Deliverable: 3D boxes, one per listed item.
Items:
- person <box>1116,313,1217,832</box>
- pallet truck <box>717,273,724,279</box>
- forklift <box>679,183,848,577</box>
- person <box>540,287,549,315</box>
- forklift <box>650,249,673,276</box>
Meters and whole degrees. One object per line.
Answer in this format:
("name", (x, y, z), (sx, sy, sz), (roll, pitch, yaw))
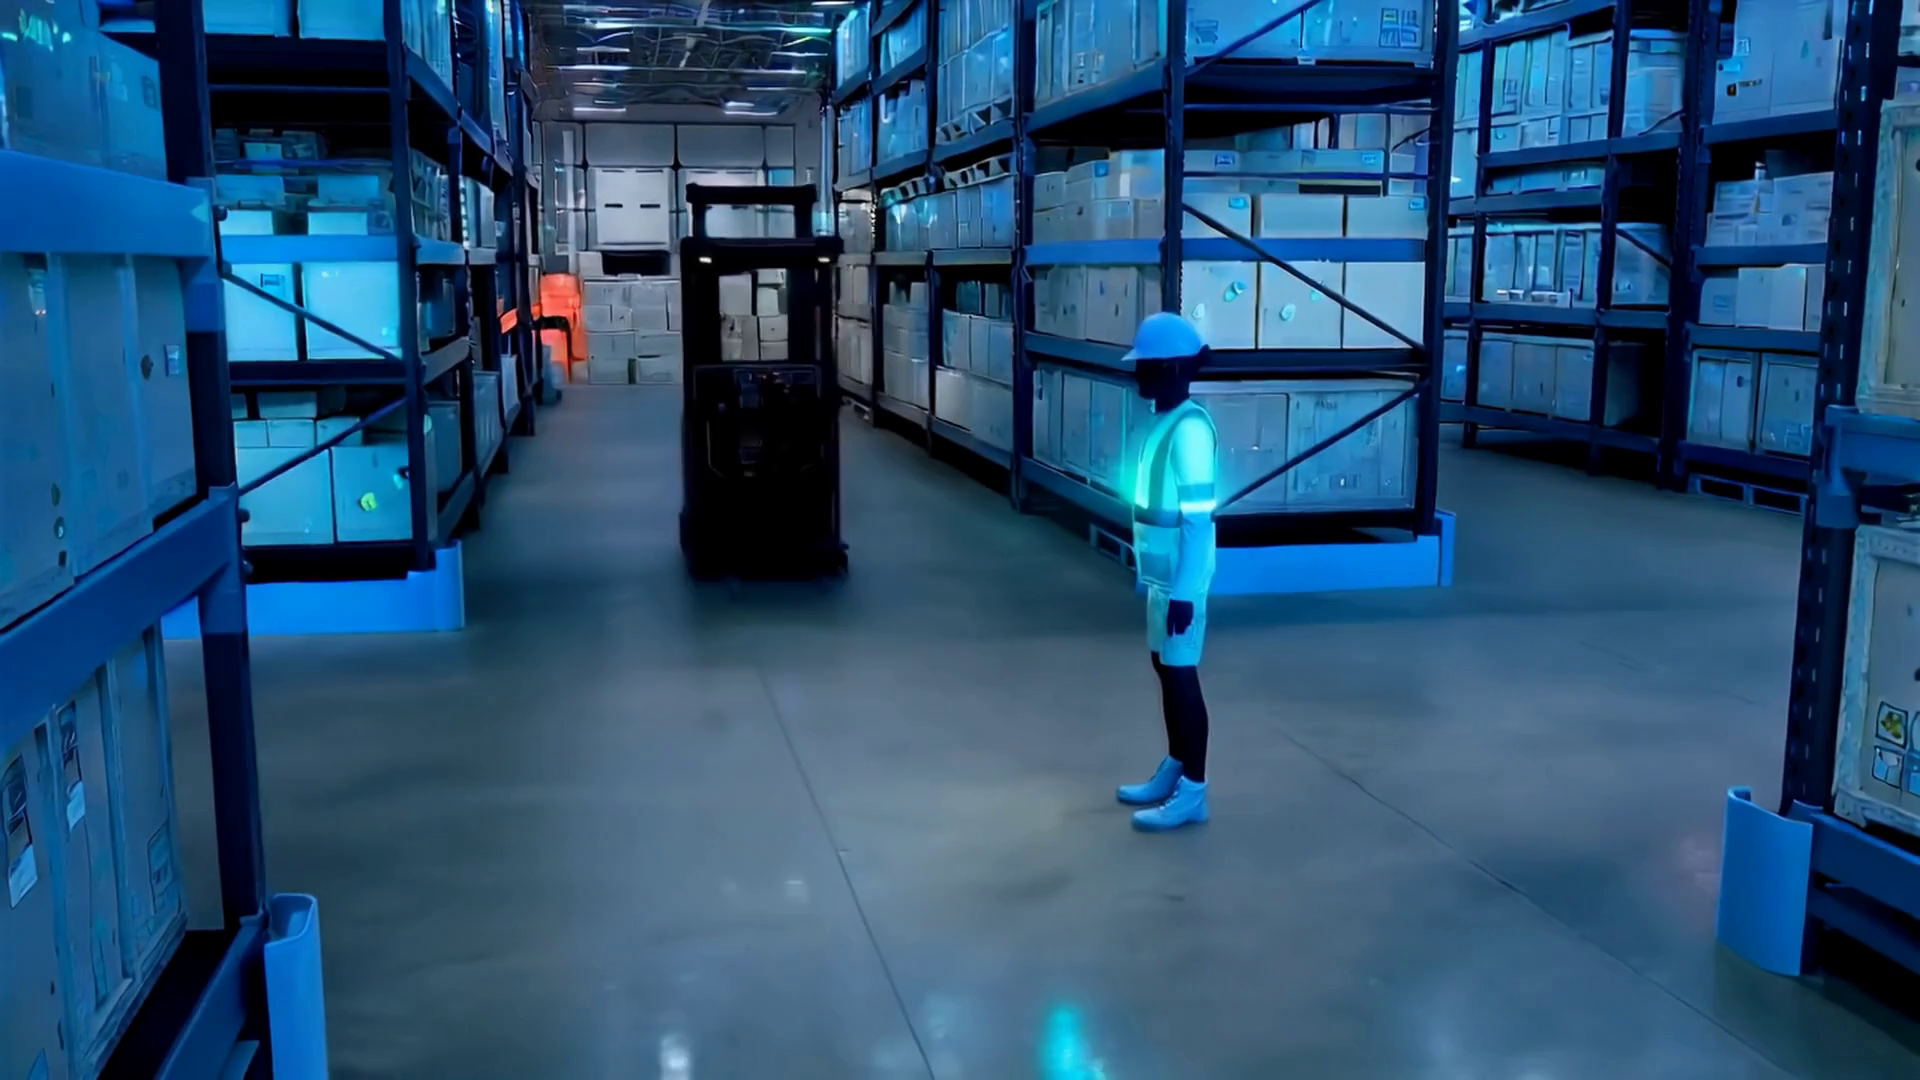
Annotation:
("person", (0.810, 0.130, 6.576), (0.390, 2.041, 0.614), (0, 9, -3))
("pallet truck", (-8.580, -8.986, 62.280), (1.885, 1.965, 0.823), (1, 9, 5))
("forklift", (-1.548, -1.261, 12.509), (1.129, 2.768, 1.873), (-2, 10, -12))
("person", (-13.595, -7.533, 54.639), (0.845, 1.600, 0.521), (-5, 10, -27))
("forklift", (-9.860, -8.261, 55.178), (1.873, 2.768, 1.129), (3, 10, 19))
